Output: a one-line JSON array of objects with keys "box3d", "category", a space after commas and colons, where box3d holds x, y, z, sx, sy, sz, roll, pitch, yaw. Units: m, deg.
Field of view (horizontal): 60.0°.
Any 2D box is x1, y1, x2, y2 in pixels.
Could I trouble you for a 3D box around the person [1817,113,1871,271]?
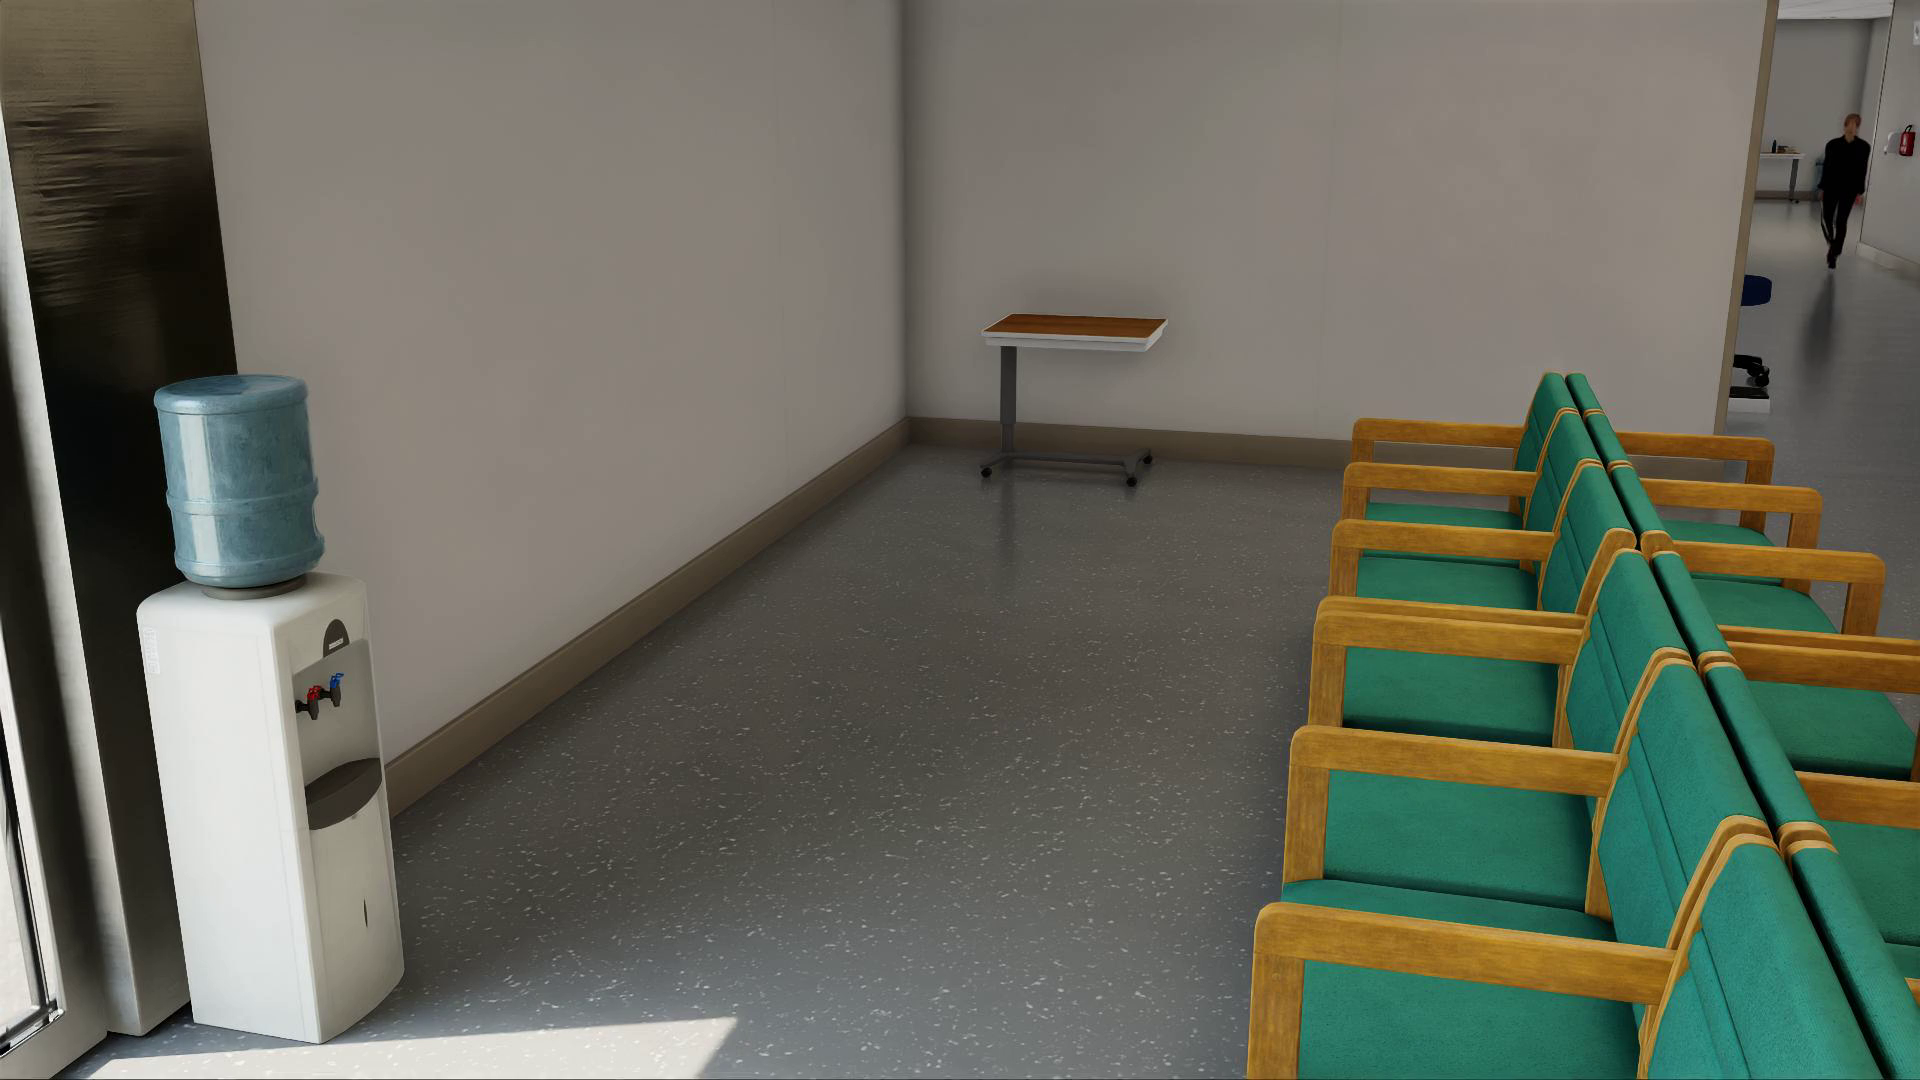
[{"box3d": [9.638, -3.789, 18.213, 0.817, 1.690, 0.750, 7, 17, 22], "category": "person"}]
